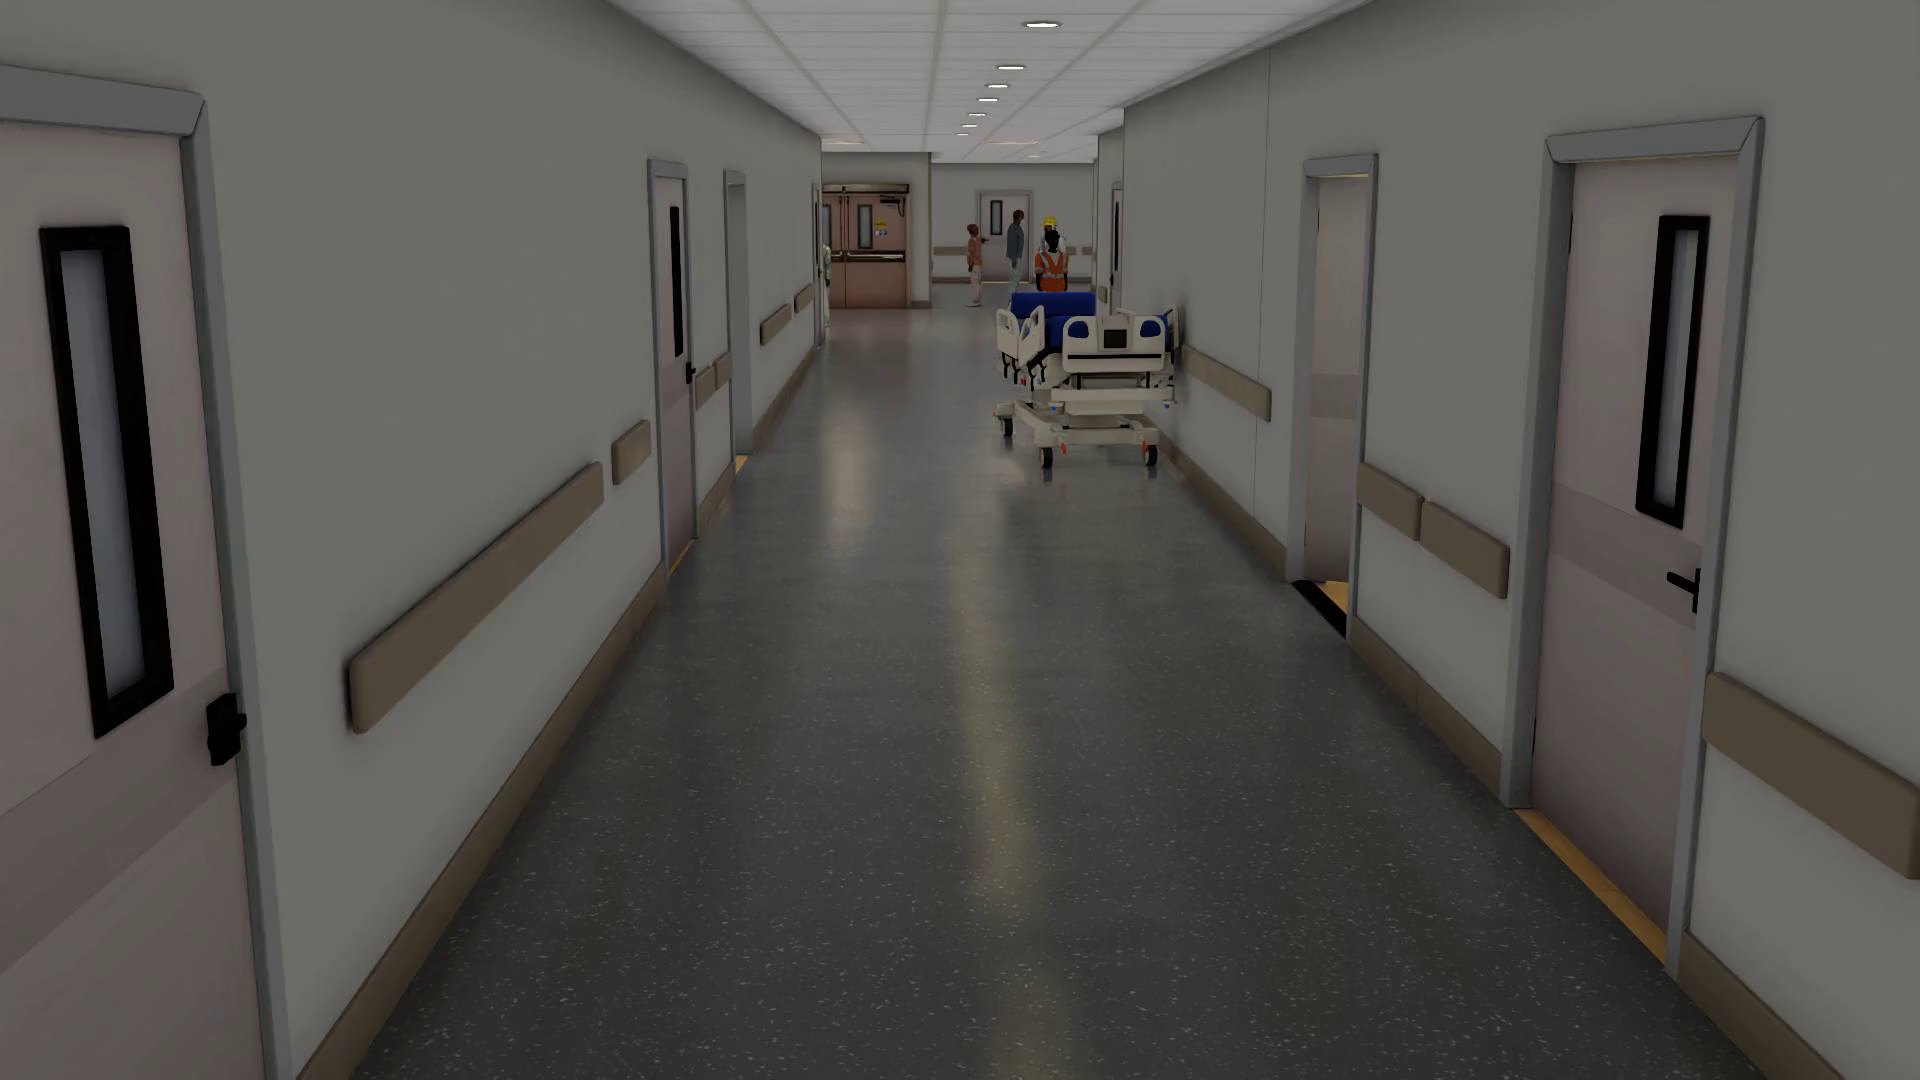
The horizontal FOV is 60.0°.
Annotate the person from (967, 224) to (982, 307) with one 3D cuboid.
[{"bbox_3d":[0.284,-5.457,33.074,0.315,1.636,0.514,3,12,16],"label":"person"}]

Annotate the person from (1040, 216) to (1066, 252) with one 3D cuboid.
[{"bbox_3d":[1.601,-4.800,29.392,0.403,1.831,0.595,-9,14,-36],"label":"person"}]

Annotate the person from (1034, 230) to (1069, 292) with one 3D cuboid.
[{"bbox_3d":[1.300,-3.528,23.530,0.537,1.696,0.317,-5,13,-23],"label":"person"}]

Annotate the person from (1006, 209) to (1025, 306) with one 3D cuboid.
[{"bbox_3d":[1.102,-5.514,32.654,0.381,1.928,0.634,2,12,12],"label":"person"}]
